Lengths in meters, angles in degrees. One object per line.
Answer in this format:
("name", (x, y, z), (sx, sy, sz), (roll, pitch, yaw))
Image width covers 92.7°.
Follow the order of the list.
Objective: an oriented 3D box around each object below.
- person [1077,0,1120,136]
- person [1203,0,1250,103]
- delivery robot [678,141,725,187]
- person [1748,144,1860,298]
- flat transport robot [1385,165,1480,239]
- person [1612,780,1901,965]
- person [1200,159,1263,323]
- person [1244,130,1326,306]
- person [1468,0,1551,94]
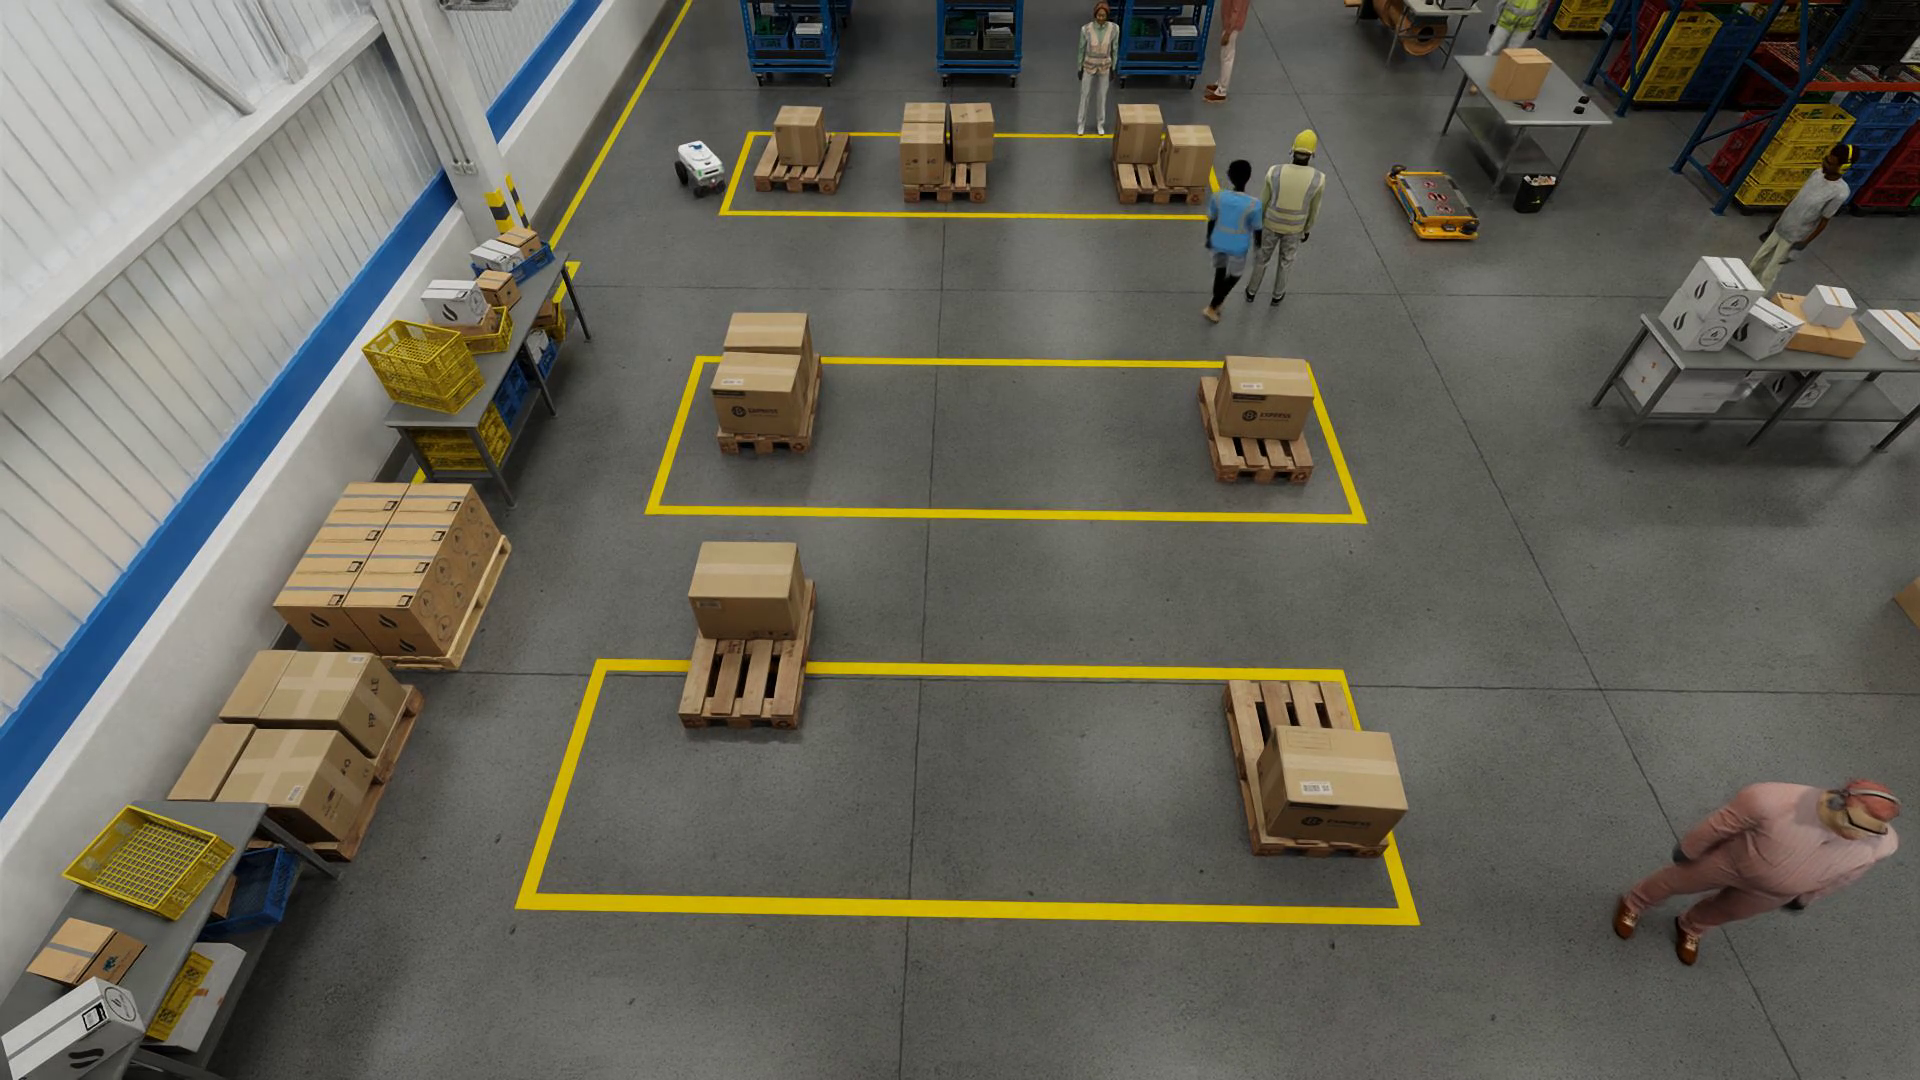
("person", (1.772, -6.110, 11.911), (0.513, 1.631, 0.310), (0, 49, 0))
("person", (3.674, -7.023, 12.462), (0.389, 1.996, 0.612), (15, 51, 12))
("delivery robot", (-3.192, -4.658, 11.301), (0.477, 0.478, 0.707), (-26, 54, -21))
("person", (8.162, -2.997, 9.064), (0.327, 1.865, 0.521), (0, 49, 0))
("flat transport robot", (5.692, -4.094, 11.059), (0.652, 0.197, 1.431), (1, 49, 1))
("person", (4.247, 1.773, 4.915), (0.654, 1.900, 0.397), (21, 52, 17))
("person", (2.684, -2.930, 9.123), (0.607, 1.677, 0.511), (32, 56, 25))
("person", (3.284, -3.222, 9.282), (0.587, 1.828, 0.404), (15, 51, 12))
("person", (7.654, -7.106, 12.636), (0.625, 1.842, 0.430), (17, 51, 14))
